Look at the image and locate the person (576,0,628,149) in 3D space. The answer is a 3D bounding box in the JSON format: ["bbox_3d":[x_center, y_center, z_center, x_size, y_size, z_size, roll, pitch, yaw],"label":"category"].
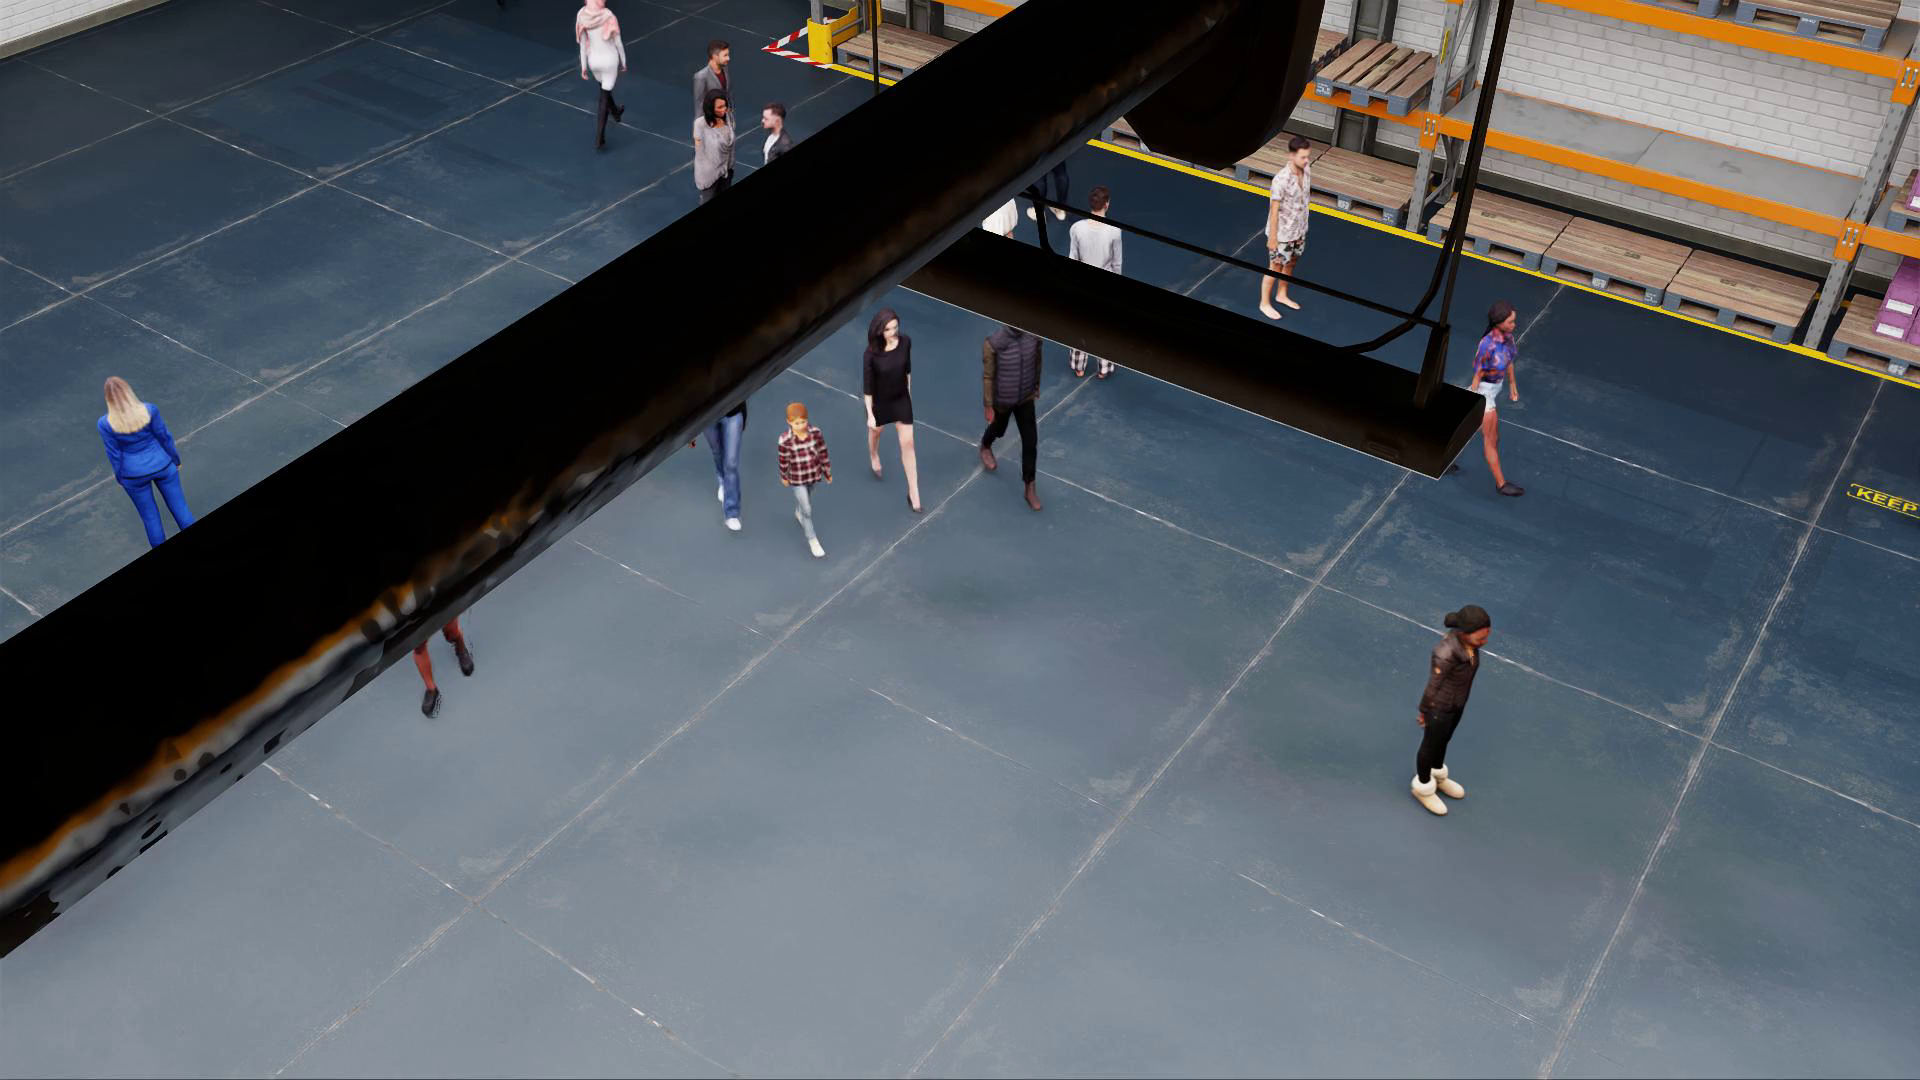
[{"bbox_3d":[-4.005,-5.241,18.602,1.232,1.739,1.085,3,39,4],"label":"person"}]

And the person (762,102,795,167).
[{"bbox_3d":[-1.643,-3.414,16.257,1.153,1.810,1.169,-10,40,-12],"label":"person"}]

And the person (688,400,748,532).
[{"bbox_3d":[-1.927,-1.005,13.328,1.102,1.702,1.123,-2,39,-2],"label":"person"}]

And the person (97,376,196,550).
[{"bbox_3d":[-6.205,-0.517,12.717,0.696,1.700,0.668,-23,44,-26],"label":"person"}]

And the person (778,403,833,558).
[{"bbox_3d":[-1.245,-0.558,13.111,0.781,1.274,0.967,-18,42,-21],"label":"person"}]

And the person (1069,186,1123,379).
[{"bbox_3d":[1.202,-2.274,14.801,0.615,1.846,0.758,8,39,10],"label":"person"}]

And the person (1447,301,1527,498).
[{"bbox_3d":[4.191,-1.201,13.576,1.115,1.698,0.649,26,46,29],"label":"person"}]

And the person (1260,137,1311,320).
[{"bbox_3d":[3.079,-2.976,15.708,0.715,1.811,0.640,-31,48,-33],"label":"person"}]

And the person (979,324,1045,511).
[{"bbox_3d":[0.376,-1.191,13.488,1.116,1.793,1.309,-15,41,-18],"label":"person"}]

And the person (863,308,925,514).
[{"bbox_3d":[-0.614,-1.116,13.431,0.994,1.746,1.210,-16,41,-19],"label":"person"}]

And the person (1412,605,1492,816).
[{"bbox_3d":[3.141,1.049,10.789,0.625,1.660,0.578,27,46,29],"label":"person"}]

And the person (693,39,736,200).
[{"bbox_3d":[-2.618,-4.329,17.374,0.683,1.848,0.743,21,43,24],"label":"person"}]

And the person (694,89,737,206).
[{"bbox_3d":[-2.507,-3.855,16.978,0.693,1.600,0.664,29,47,32],"label":"person"}]
